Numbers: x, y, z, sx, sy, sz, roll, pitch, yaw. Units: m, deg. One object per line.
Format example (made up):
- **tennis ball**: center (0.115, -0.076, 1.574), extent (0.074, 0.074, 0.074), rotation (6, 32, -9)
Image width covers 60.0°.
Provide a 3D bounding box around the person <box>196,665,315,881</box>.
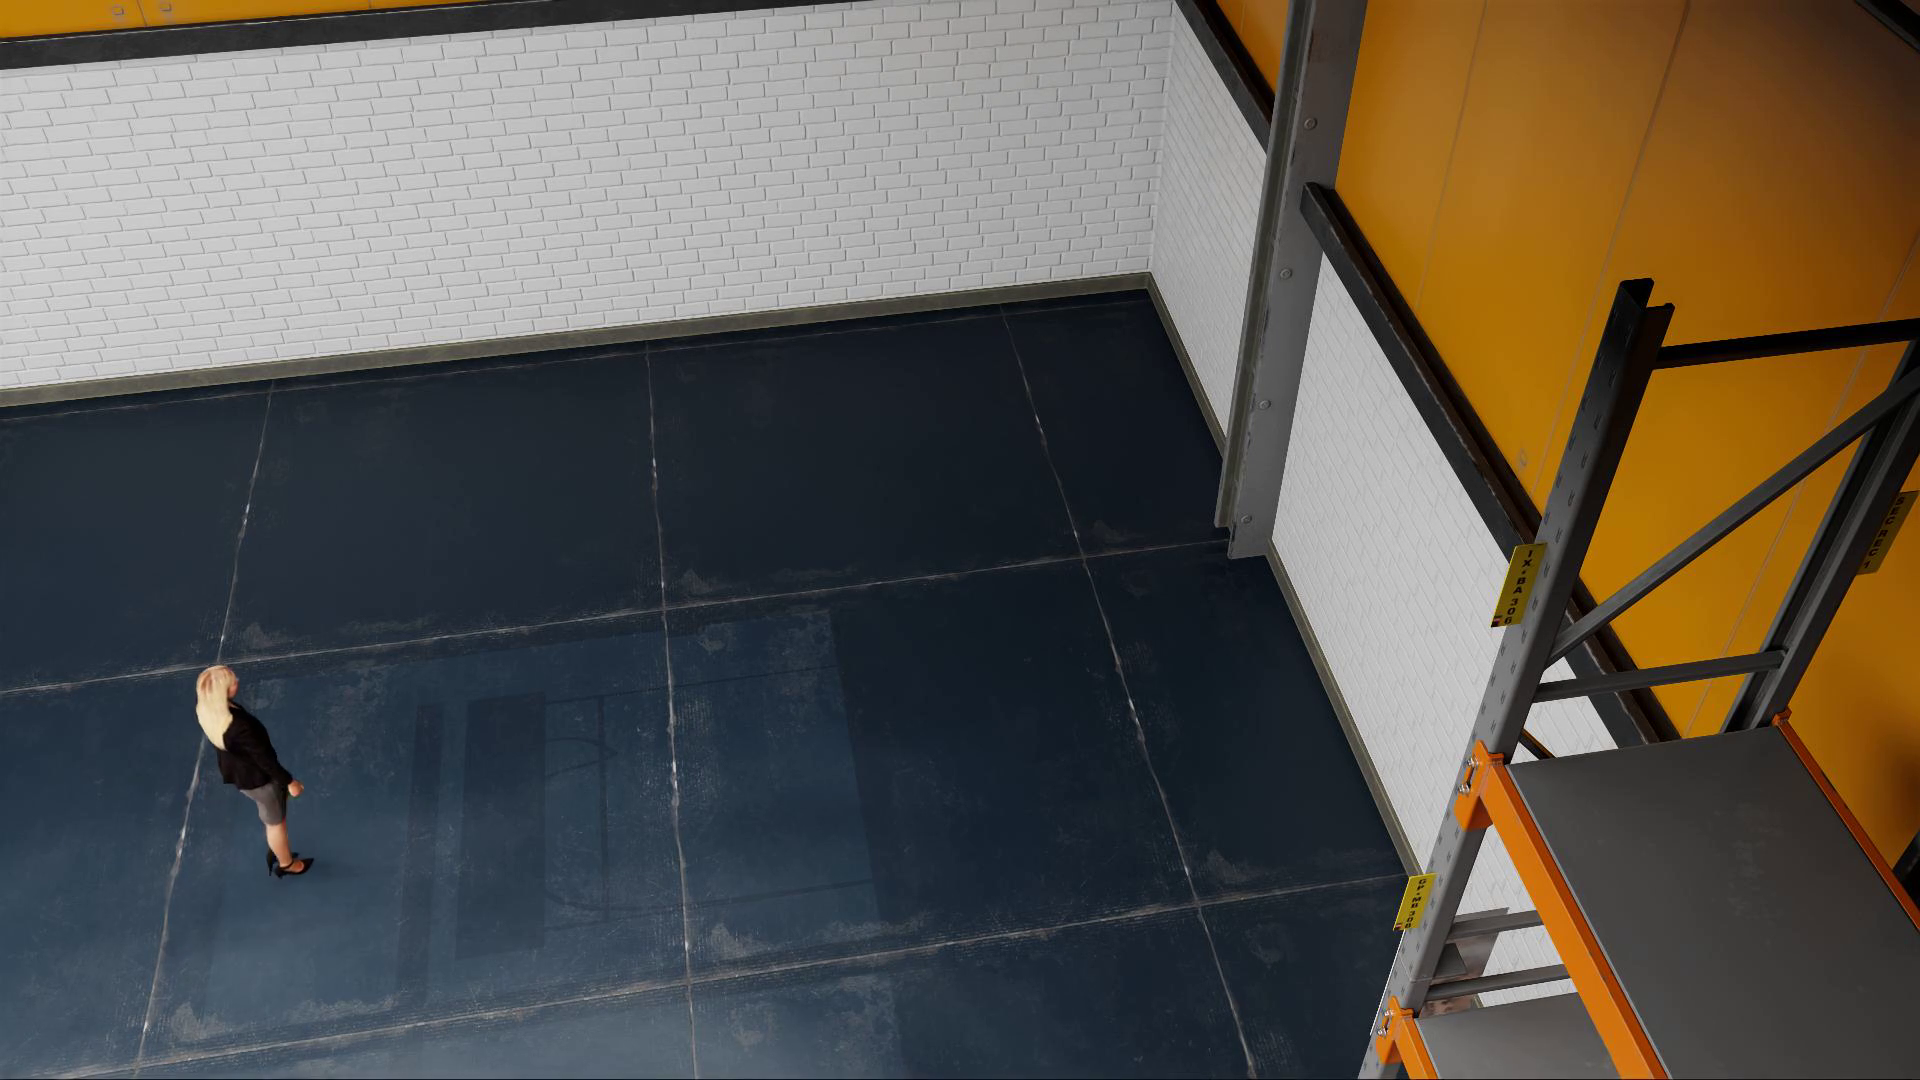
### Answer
- **person**: center (-4.015, 1.393, 9.324), extent (0.756, 1.830, 0.825), rotation (28, 50, 26)
